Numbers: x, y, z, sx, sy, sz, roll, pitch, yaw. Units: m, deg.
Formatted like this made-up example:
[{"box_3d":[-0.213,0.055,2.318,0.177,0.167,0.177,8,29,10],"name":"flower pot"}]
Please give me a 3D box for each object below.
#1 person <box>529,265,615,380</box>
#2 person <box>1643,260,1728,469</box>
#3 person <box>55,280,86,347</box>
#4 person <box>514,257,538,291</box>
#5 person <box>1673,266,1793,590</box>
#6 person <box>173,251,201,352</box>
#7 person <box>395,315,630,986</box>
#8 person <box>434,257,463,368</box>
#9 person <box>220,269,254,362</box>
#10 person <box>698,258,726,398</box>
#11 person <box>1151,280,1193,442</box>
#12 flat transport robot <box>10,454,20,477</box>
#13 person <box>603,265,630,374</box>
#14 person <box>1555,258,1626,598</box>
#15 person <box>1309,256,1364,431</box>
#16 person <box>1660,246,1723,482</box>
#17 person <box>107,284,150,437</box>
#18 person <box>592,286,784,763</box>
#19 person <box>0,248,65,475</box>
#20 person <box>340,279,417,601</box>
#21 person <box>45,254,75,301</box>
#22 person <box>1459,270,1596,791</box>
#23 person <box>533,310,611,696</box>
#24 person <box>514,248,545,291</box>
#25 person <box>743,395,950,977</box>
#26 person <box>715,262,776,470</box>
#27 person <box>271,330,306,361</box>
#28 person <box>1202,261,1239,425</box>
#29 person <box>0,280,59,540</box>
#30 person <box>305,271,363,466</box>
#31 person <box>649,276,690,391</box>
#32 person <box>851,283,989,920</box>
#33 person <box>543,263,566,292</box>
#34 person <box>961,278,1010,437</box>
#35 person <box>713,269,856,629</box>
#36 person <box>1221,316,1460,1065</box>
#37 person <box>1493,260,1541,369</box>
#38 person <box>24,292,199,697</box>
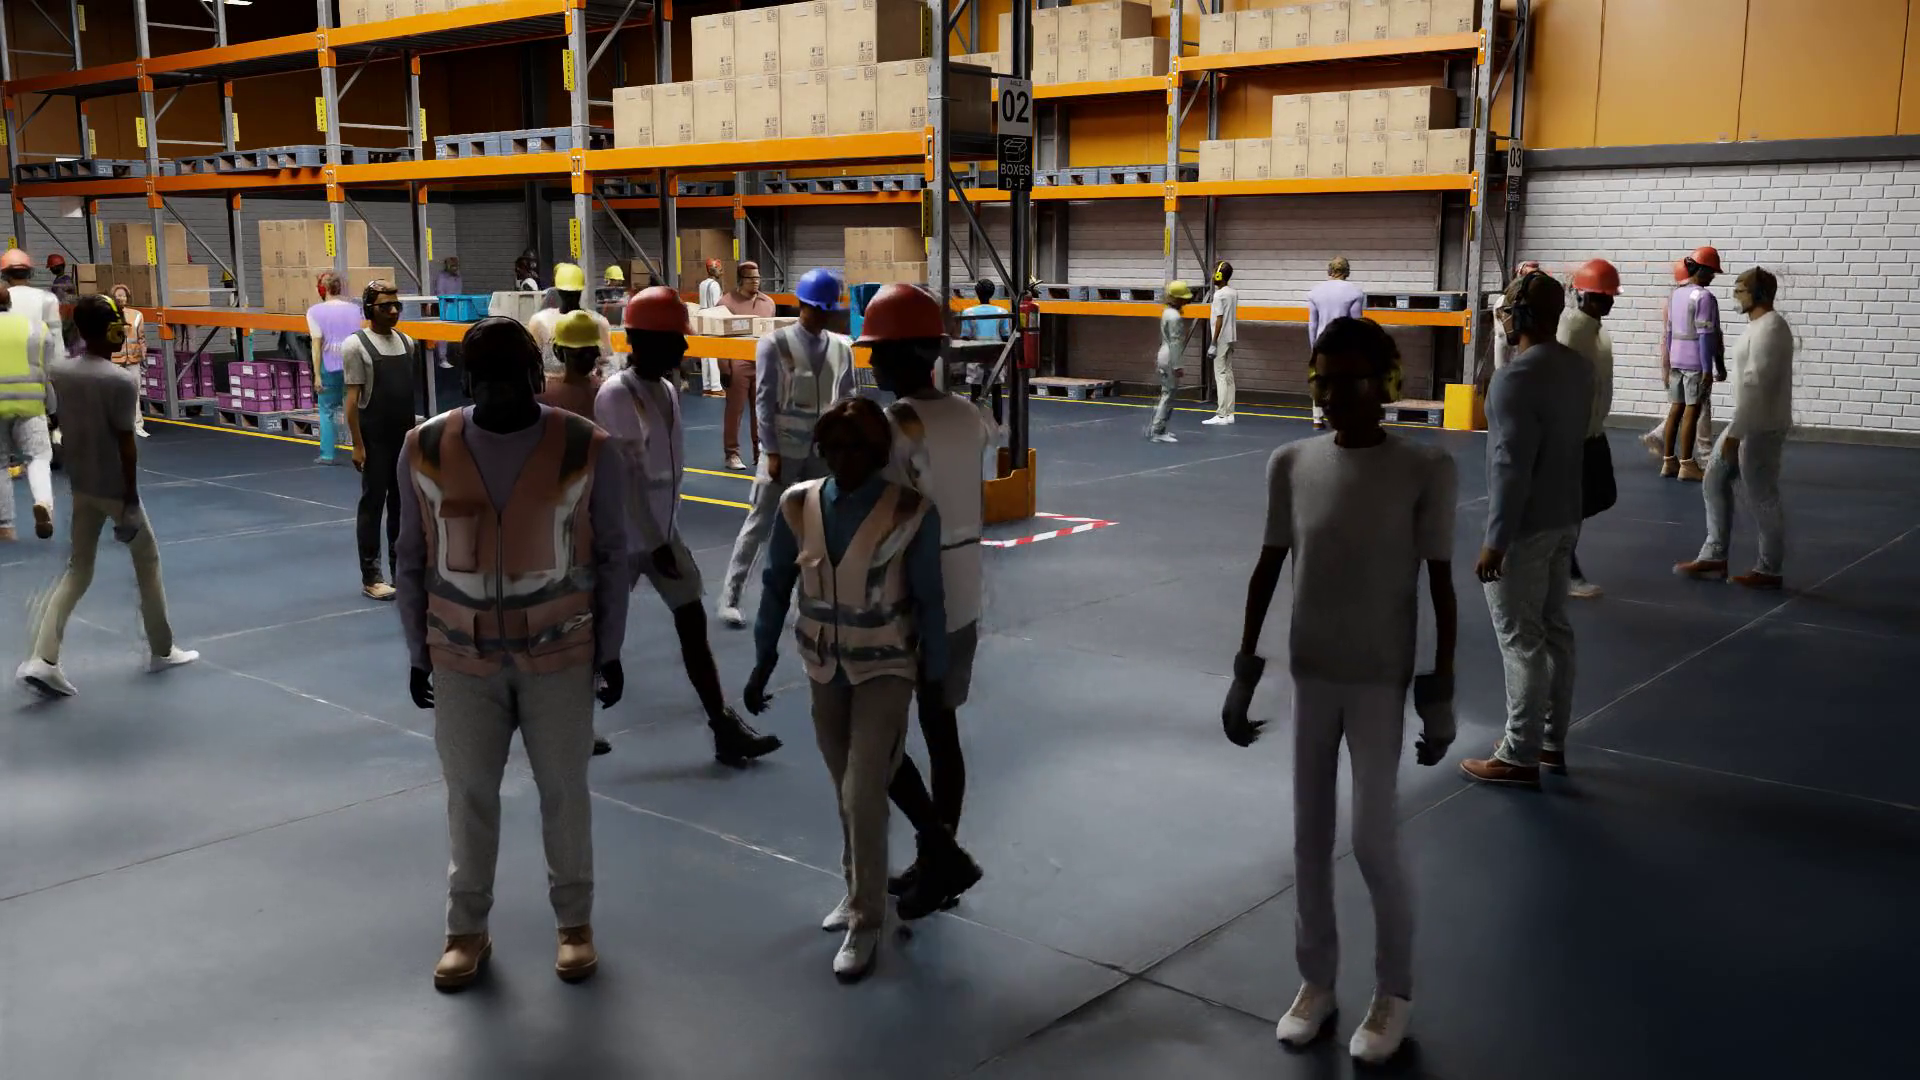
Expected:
[{"box_3d":[-2.823,-1.046,12.151,0.617,1.887,0.896,-3,10,-18],"name":"person"},{"box_3d":[6.708,-1.606,15.236,0.633,1.931,0.785,-7,12,-36],"name":"person"},{"box_3d":[-12.356,-2.834,23.209,0.835,1.594,0.543,-7,12,-33],"name":"person"},{"box_3d":[-6.068,-3.049,23.541,0.550,1.898,0.610,-3,10,-14],"name":"person"},{"box_3d":[4.596,-0.652,9.869,0.742,1.916,0.633,3,10,17],"name":"person"},{"box_3d":[-12.107,-3.526,25.993,0.621,1.989,0.398,3,10,18],"name":"person"},{"box_3d":[-1.224,0.310,4.584,0.624,1.844,0.430,-1,10,-7],"name":"person"},{"box_3d":[-8.427,-3.797,27.877,0.942,1.864,0.676,4,11,21],"name":"person"},{"box_3d":[-9.585,-2.719,22.104,0.376,1.752,0.517,-1,10,-6],"name":"person"},{"box_3d":[-3.353,-2.878,22.605,0.353,1.886,0.572,-6,12,-31],"name":"person"},{"box_3d":[2.206,-1.853,17.292,0.412,1.699,0.565,0,10,2],"name":"person"},{"box_3d":[-8.890,-0.585,14.147,1.431,0.197,0.652,-3,10,-15],"name":"flat transport robot"},{"box_3d":[-4.444,-2.624,21.393,0.754,1.806,0.608,9,13,41],"name":"person"},{"box_3d":[3.559,-0.645,9.649,0.526,1.966,0.620,10,14,44],"name":"person"},{"box_3d":[4.147,-2.155,18.365,0.629,1.931,0.355,7,12,33],"name":"person"},{"box_3d":[6.395,-1.527,14.499,0.387,2.034,0.605,-1,10,-7],"name":"person"},{"box_3d":[-8.924,-1.898,17.723,0.307,1.644,0.514,8,13,40],"name":"person"},{"box_3d":[-1.230,-0.043,6.521,1.037,1.883,0.553,4,11,22],"name":"person"},{"box_3d":[-8.234,-1.558,14.704,0.614,2.024,0.690,-9,14,-43],"name":"person"},{"box_3d":[-3.324,-0.583,9.655,0.330,1.844,0.520,5,11,26],"name":"person"},{"box_3d":[-14.250,-3.566,26.406,0.543,1.928,0.374,9,13,42],"name":"person"},{"box_3d":[2.140,-0.032,6.250,0.356,1.938,0.633,9,14,43],"name":"person"},{"box_3d":[-1.676,-0.171,7.606,0.770,1.735,0.542,10,14,44],"name":"person"},{"box_3d":[-7.308,-3.974,28.408,0.536,2.000,0.680,0,10,1],"name":"person"},{"box_3d":[-0.332,0.397,4.720,0.553,1.611,0.651,5,11,27],"name":"person"},{"box_3d":[-1.932,-1.594,15.284,0.637,1.898,0.395,-9,13,-40],"name":"person"},{"box_3d":[-10.386,-3.236,25.474,0.816,1.584,0.514,-2,10,-9],"name":"person"},{"box_3d":[3.000,-2.256,19.109,0.328,1.874,0.521,7,12,34],"name":"person"},{"box_3d":[-6.503,-0.876,11.377,0.635,1.825,0.708,-7,12,-34],"name":"person"},{"box_3d":[-5.687,-1.561,15.313,0.852,1.820,0.580,7,12,36],"name":"person"},{"box_3d":[-4.222,-2.896,23.375,0.866,1.648,0.547,-2,10,-14],"name":"person"},{"box_3d":[-0.125,0.195,5.023,0.442,1.923,0.561,8,13,37],"name":"person"},{"box_3d":[-5.017,-2.579,21.046,0.586,1.837,0.403,-7,12,-35],"name":"person"},{"box_3d":[0.272,-1.948,17.844,0.537,1.699,0.318,-1,10,-8],"name":"person"},{"box_3d":[-0.876,-0.479,8.891,0.789,1.920,0.536,-7,12,-35],"name":"person"},{"box_3d":[0.958,0.375,4.173,0.532,1.855,0.455,7,12,36],"name":"person"},{"box_3d":[5.239,-1.628,15.453,0.661,1.905,0.399,-6,12,-31],"name":"person"},{"box_3d":[-3.979,-0.217,7.636,0.519,1.834,0.938,2,10,14],"name":"person"}]
